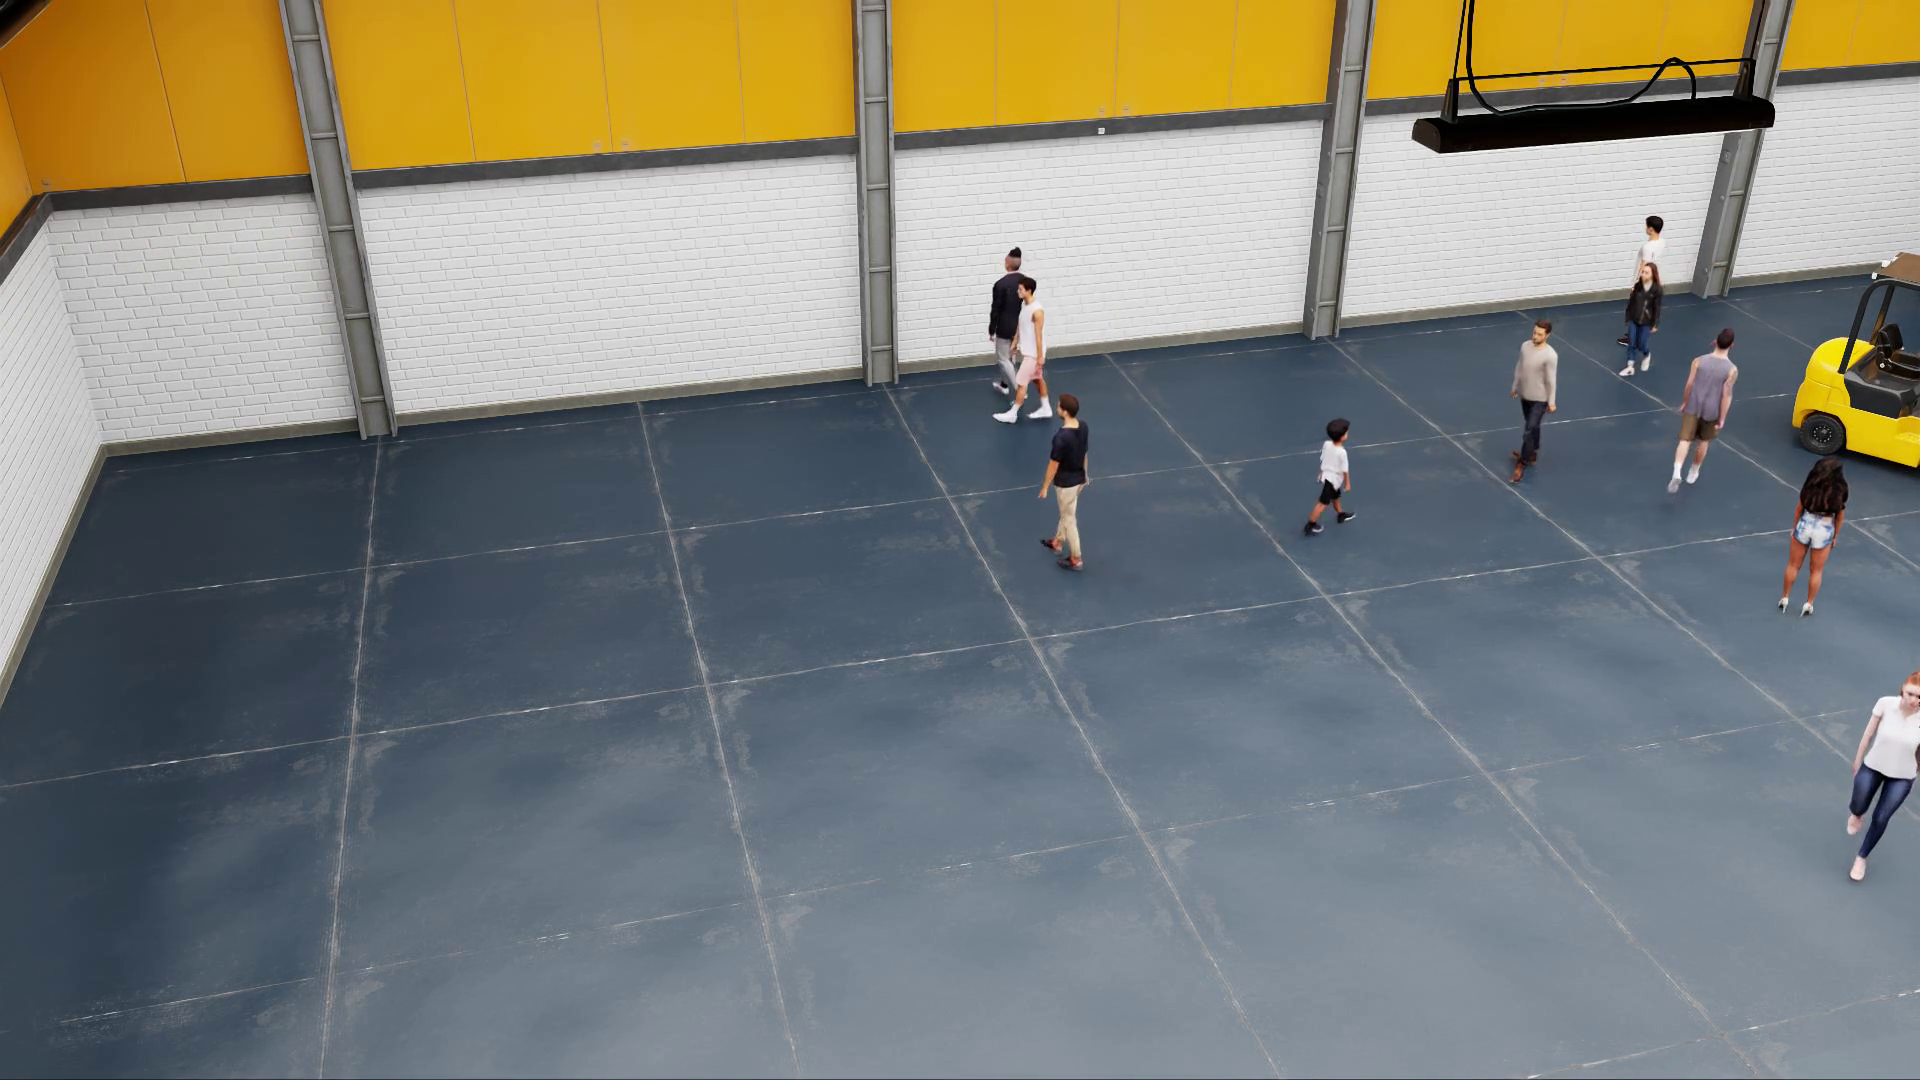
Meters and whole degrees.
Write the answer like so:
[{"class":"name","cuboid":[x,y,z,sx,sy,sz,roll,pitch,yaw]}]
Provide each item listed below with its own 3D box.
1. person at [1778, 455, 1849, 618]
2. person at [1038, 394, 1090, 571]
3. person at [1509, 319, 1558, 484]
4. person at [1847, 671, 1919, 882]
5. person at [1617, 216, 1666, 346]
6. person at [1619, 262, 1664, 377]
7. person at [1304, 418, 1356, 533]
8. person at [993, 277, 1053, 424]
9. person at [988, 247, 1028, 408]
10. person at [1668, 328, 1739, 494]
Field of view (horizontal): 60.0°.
[{"class":"person","cuboid":[7.949,-0.034,15.504,0.664,1.626,0.717,18,33,30]},{"class":"person","cuboid":[1.131,-0.534,16.196,0.992,1.841,0.946,20,35,33]},{"class":"person","cuboid":[6.270,-1.564,18.095,0.971,1.830,0.853,-10,30,-18]},{"class":"person","cuboid":[6.844,1.674,12.267,0.894,1.727,0.962,16,33,27]},{"class":"person","cuboid":[8.865,-3.358,21.501,0.766,1.717,0.655,24,37,37]},{"class":"person","cuboid":[8.503,-2.744,20.633,0.793,1.471,0.714,-22,35,-34]},{"class":"person","cuboid":[3.763,-0.623,17.001,0.927,1.226,0.613,-14,31,-23]},{"class":"person","cuboid":[0.929,-2.199,19.341,0.974,1.752,0.694,-6,29,-11]},{"class":"person","cuboid":[0.638,-2.513,19.733,1.153,1.928,1.021,-18,34,-30]},{"class":"person","cuboid":[7.837,-1.344,17.590,1.085,1.827,1.162,16,33,27]}]
